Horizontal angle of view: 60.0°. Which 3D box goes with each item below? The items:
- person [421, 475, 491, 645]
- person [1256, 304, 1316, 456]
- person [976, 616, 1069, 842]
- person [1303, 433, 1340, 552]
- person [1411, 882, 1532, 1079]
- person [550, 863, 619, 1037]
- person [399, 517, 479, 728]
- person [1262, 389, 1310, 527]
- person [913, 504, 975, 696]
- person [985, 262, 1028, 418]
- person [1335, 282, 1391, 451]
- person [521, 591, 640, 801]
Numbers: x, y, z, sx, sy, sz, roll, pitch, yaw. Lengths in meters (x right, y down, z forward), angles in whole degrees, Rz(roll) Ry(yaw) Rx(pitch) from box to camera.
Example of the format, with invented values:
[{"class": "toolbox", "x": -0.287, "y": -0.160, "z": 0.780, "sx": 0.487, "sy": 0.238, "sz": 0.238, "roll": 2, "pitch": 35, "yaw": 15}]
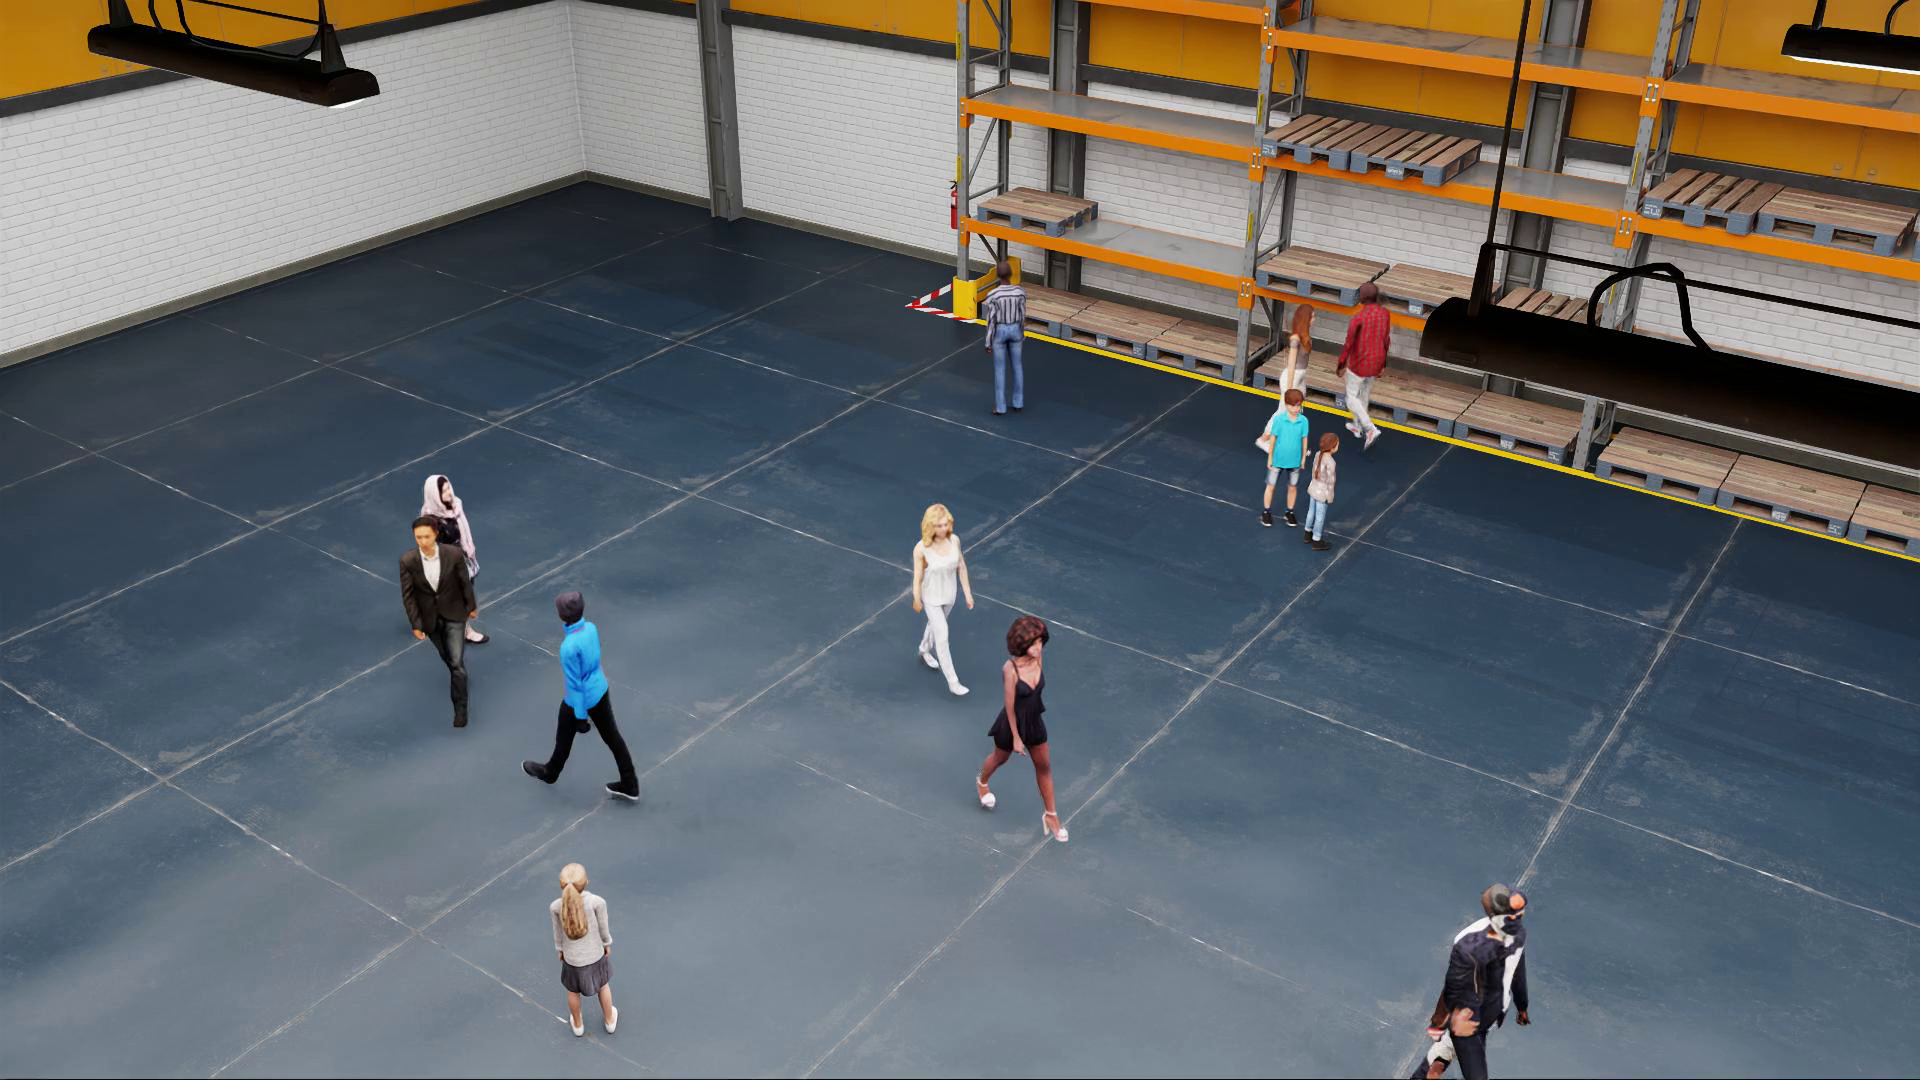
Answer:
[{"class": "person", "x": -4.447, "y": 0.160, "z": 14.307, "sx": 0.990, "sy": 1.621, "sz": 0.861, "roll": 3, "pitch": 29, "yaw": 6}, {"class": "person", "x": 3.494, "y": -1.706, "z": 17.605, "sx": 0.843, "sy": 1.737, "sz": 0.687, "roll": 13, "pitch": 31, "yaw": 23}, {"class": "person", "x": 0.363, "y": 1.331, "z": 12.033, "sx": 0.760, "sy": 1.742, "sz": 1.156, "roll": -22, "pitch": 35, "yaw": -34}, {"class": "person", "x": 3.454, "y": -0.478, "z": 15.923, "sx": 0.608, "sy": 1.193, "sz": 0.531, "roll": -9, "pitch": 30, "yaw": -16}, {"class": "person", "x": 2.865, "y": 2.664, "z": 9.486, "sx": 0.977, "sy": 1.841, "sz": 1.264, "roll": -19, "pitch": 34, "yaw": -31}, {"class": "person", "x": -2.336, "y": 2.536, "z": 10.313, "sx": 0.598, "sy": 1.274, "sz": 0.660, "roll": -4, "pitch": 29, "yaw": -7}, {"class": "person", "x": -4.185, "y": 0.568, "z": 13.425, "sx": 1.177, "sy": 1.748, "sz": 1.242, "roll": -6, "pitch": 29, "yaw": -11}, {"class": "person", "x": 3.196, "y": -0.823, "z": 16.290, "sx": 0.560, "sy": 1.447, "sz": 0.652, "roll": 1, "pitch": 29, "yaw": 2}, {"class": "person", "x": -0.206, "y": 0.424, "z": 13.815, "sx": 0.814, "sy": 1.628, "sz": 1.133, "roll": -20, "pitch": 34, "yaw": -32}, {"class": "person", "x": 0.522, "y": -2.229, "z": 18.506, "sx": 0.698, "sy": 1.793, "sz": 0.724, "roll": -9, "pitch": 30, "yaw": -17}, {"class": "person", "x": 4.361, "y": -1.857, "z": 17.818, "sx": 0.982, "sy": 1.799, "sz": 1.132, "roll": -9, "pitch": 30, "yaw": -17}, {"class": "person", "x": -2.665, "y": 1.200, "z": 12.270, "sx": 1.234, "sy": 1.746, "sz": 0.877, "roll": 9, "pitch": 30, "yaw": 16}]
